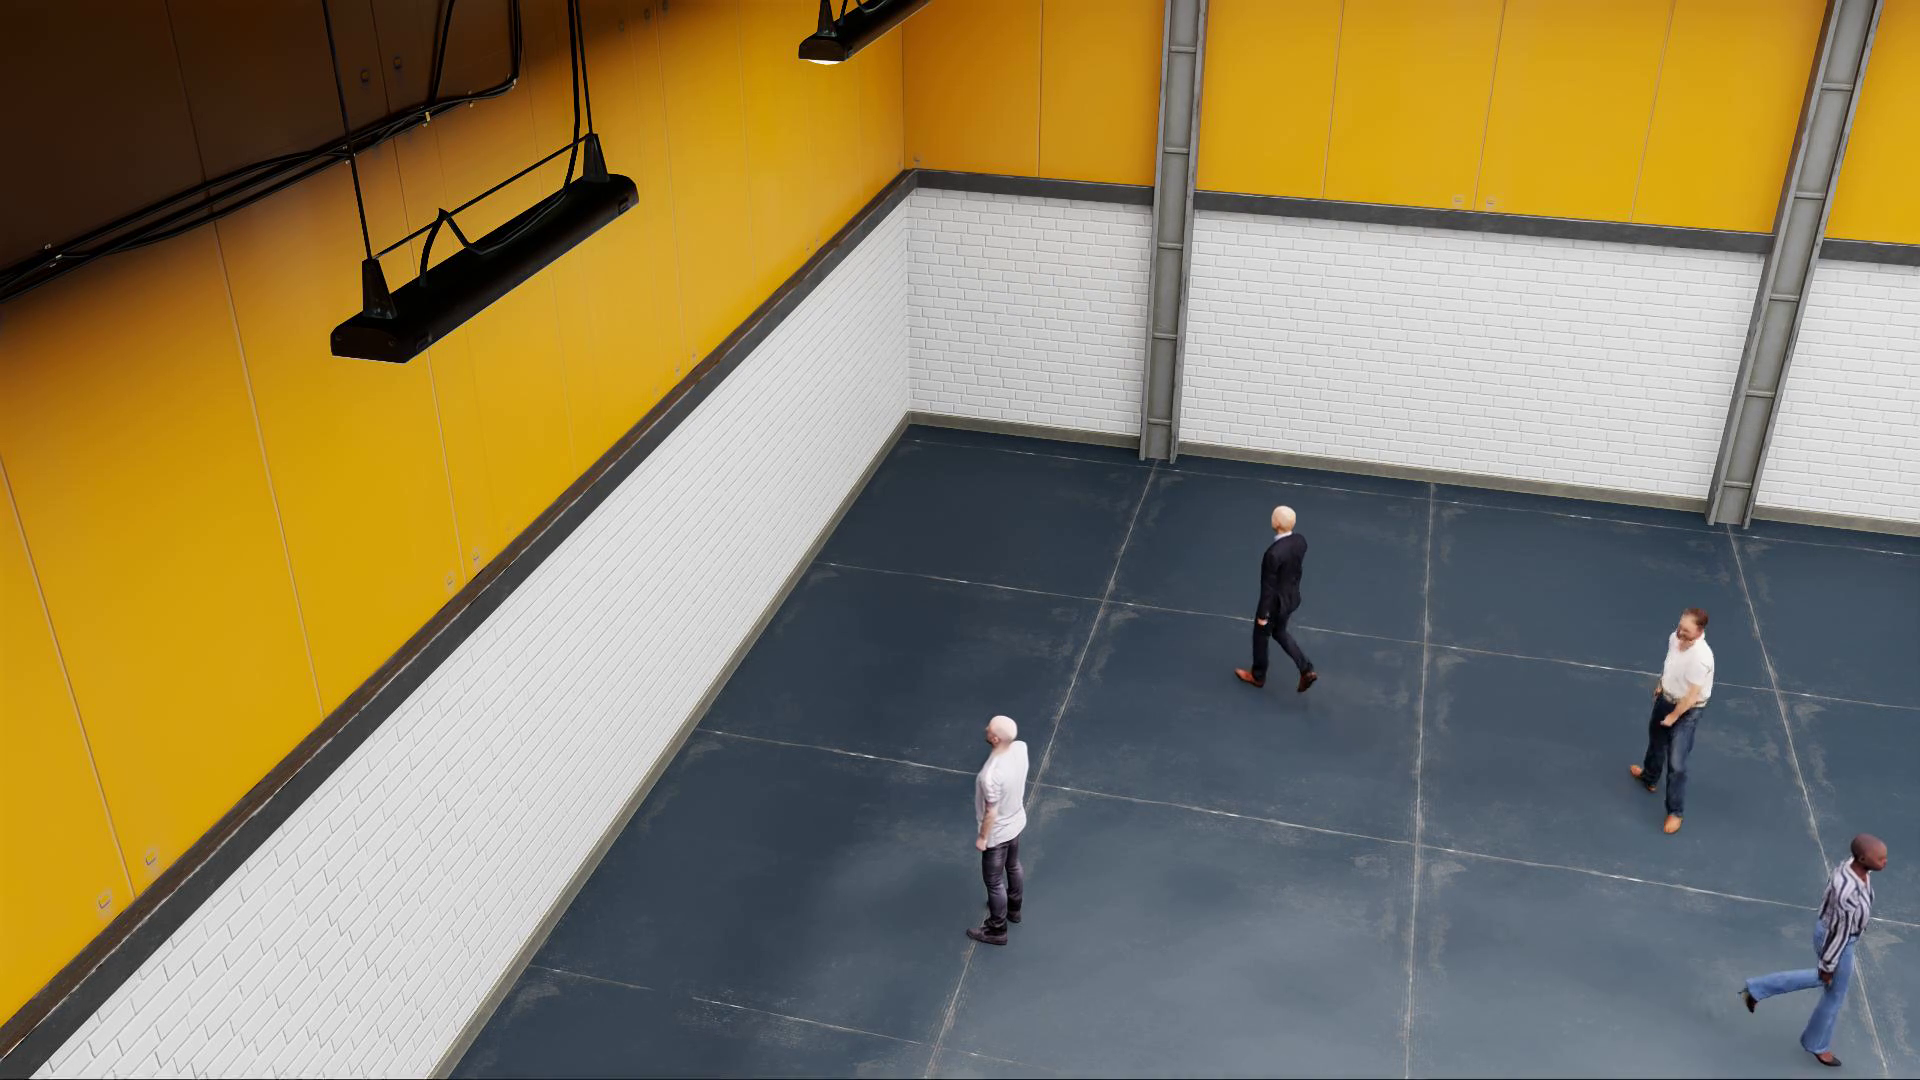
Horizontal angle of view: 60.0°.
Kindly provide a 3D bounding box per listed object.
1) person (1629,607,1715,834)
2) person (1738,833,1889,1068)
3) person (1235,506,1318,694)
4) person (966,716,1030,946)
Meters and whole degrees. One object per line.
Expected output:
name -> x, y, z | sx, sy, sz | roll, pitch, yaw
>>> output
person -> 5.545, 1.273, 12.825 | 0.787, 1.825, 1.072 | 6, 29, 11
person -> 5.437, 2.549, 10.540 | 0.975, 1.774, 0.762 | 15, 32, 25
person -> 2.769, 0.560, 14.178 | 1.135, 1.781, 0.986 | 25, 37, 38
person -> 0.287, 1.983, 11.516 | 0.662, 1.832, 0.707 | 14, 32, 24
